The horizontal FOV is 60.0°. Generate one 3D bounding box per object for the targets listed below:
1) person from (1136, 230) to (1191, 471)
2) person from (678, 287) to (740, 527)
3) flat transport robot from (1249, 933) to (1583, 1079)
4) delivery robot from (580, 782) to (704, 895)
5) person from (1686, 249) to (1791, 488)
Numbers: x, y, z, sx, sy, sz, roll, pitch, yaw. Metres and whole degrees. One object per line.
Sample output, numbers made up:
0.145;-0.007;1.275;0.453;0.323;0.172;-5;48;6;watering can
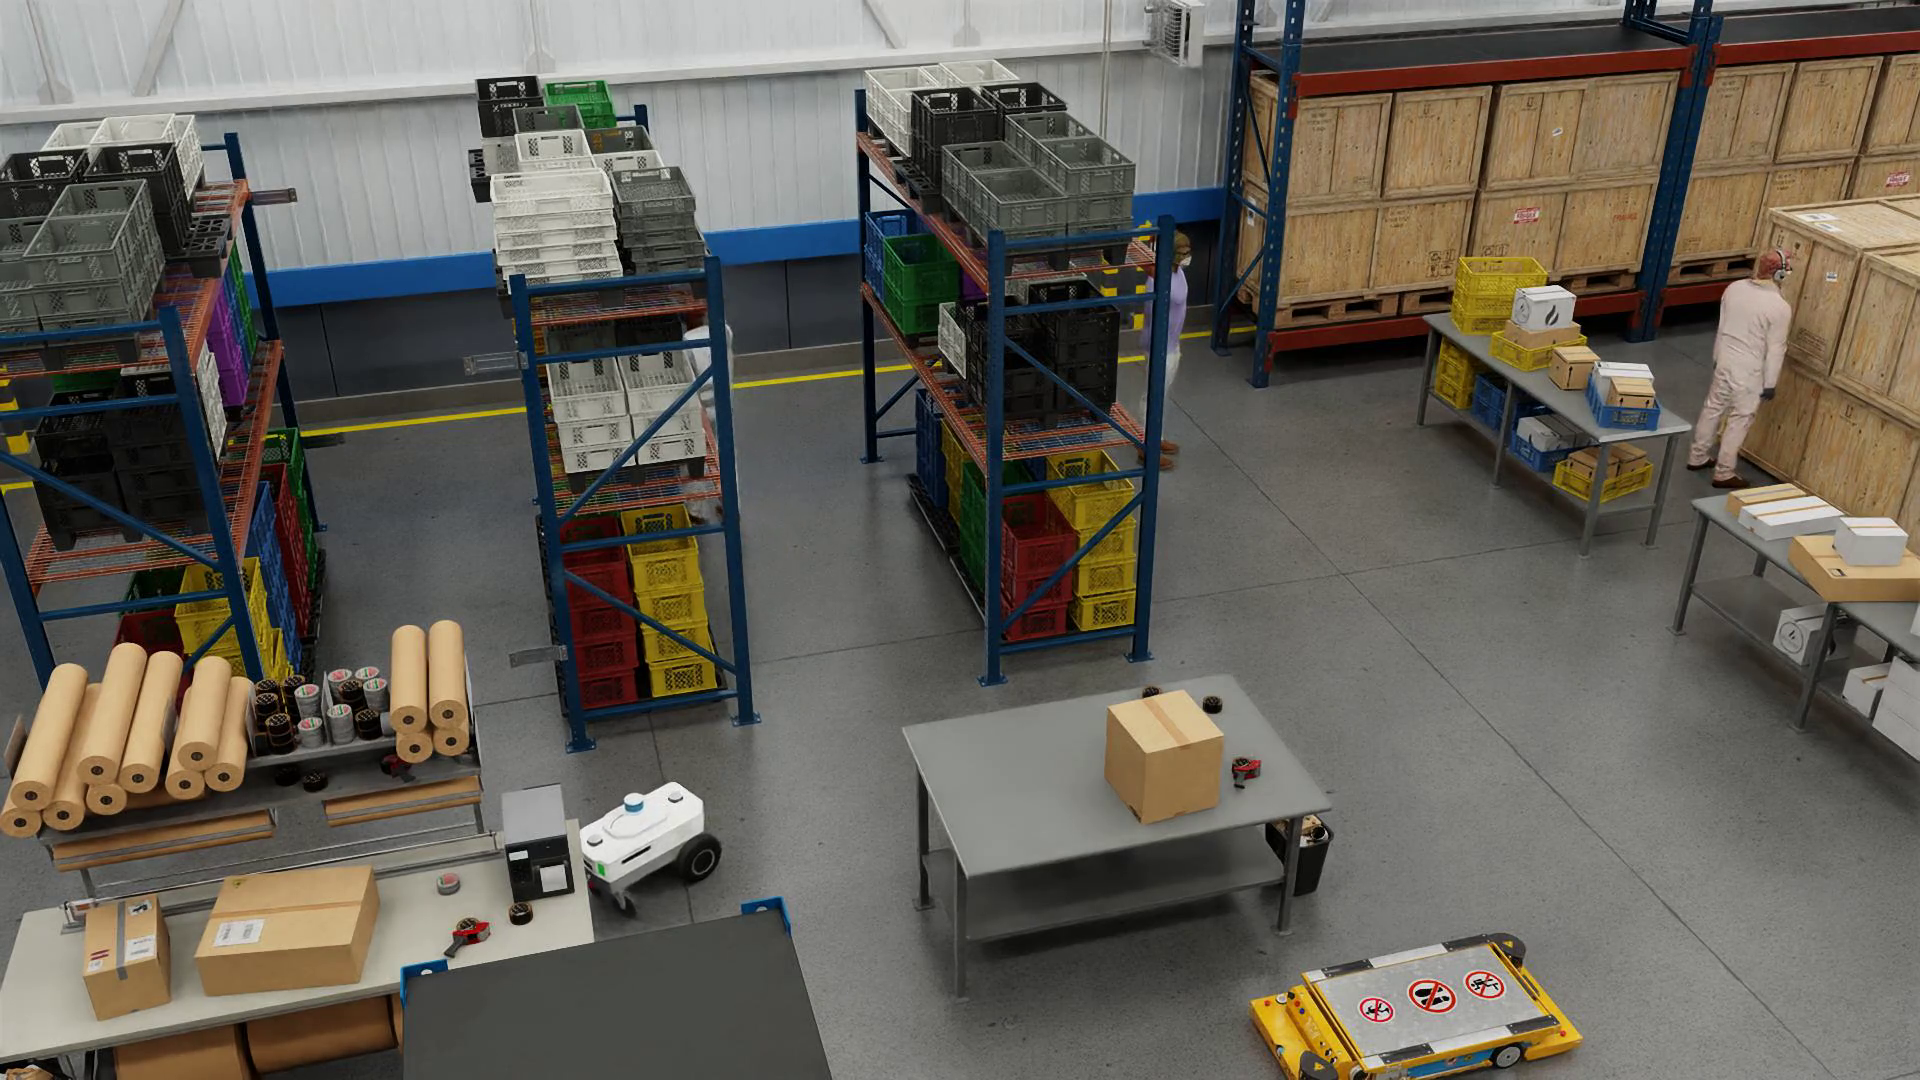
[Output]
1.610;-1.519;13.179;0.351;1.936;0.634;9;30;15;person
-1.892;-0.962;12.233;0.579;1.882;0.373;-26;38;-38;person
2.184;2.282;7.980;1.431;0.197;0.652;-8;30;-14;flat transport robot
-1.722;1.574;8.883;0.707;0.478;0.477;-25;38;-38;delivery robot
6.103;-1.338;12.897;0.396;1.898;0.642;-8;30;-15;person
